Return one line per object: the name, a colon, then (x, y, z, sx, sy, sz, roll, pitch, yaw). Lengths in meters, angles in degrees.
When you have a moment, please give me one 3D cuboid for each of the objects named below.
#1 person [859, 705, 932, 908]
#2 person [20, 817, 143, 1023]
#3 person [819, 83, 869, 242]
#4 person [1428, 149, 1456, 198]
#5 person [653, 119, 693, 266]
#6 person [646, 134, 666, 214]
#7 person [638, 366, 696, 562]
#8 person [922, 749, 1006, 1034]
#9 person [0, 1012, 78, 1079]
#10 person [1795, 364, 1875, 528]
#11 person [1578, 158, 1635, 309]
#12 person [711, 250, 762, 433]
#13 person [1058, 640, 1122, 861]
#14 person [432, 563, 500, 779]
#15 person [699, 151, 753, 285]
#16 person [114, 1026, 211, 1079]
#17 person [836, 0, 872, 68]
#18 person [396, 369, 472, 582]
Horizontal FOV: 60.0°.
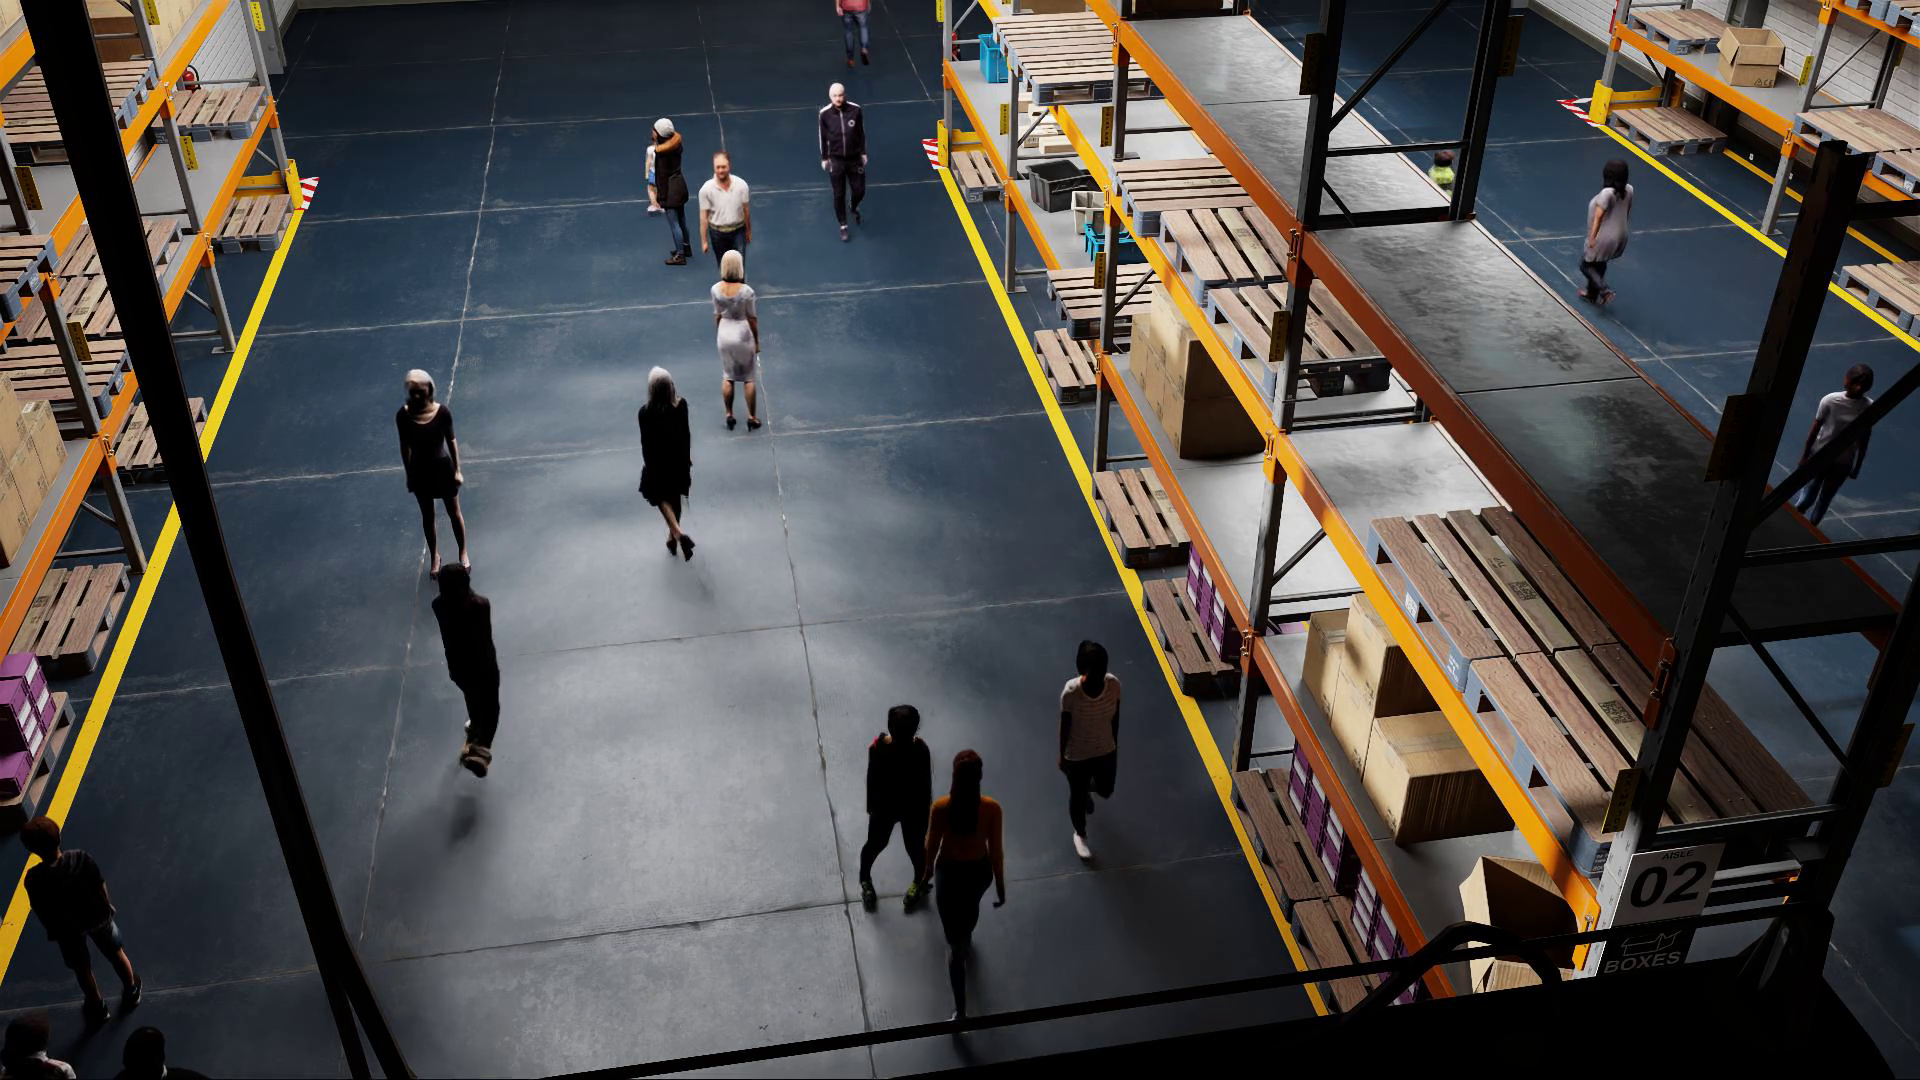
person: (-0.333, 1.601, 10.223, 0.688, 1.531, 0.630, 7, 34, 11)
person: (-5.018, 2.151, 9.469, 0.619, 1.450, 0.643, -22, 39, -29)
person: (-1.331, -4.337, 18.897, 0.679, 1.817, 0.723, -6, 34, -9)
person: (4.723, -2.982, 16.734, 0.973, 1.957, 1.252, 3, 34, 4)
person: (-3.165, -3.850, 18.332, 0.752, 1.633, 0.635, 6, 34, 9)
person: (-3.584, -4.344, 19.663, 0.552, 0.982, 0.526, 18, 38, 25)
person: (-2.303, -0.561, 13.294, 0.774, 1.732, 0.982, -17, 37, -23)
person: (0.030, 1.997, 9.454, 0.744, 1.724, 1.238, -3, 34, -4)
person: (-4.436, 2.981, 8.155, 0.568, 1.523, 1.039, -5, 34, -8)
person: (7.046, -0.684, 13.492, 0.716, 1.718, 0.756, 9, 35, 13)
person: (6.777, -3.155, 17.327, 0.777, 1.588, 0.885, -18, 37, -25)
person: (-2.035, -1.811, 15.164, 0.633, 1.745, 0.632, 6, 34, 9)
person: (0.782, 1.278, 10.618, 0.613, 1.631, 0.781, -10, 35, -15)
person: (-3.330, 0.920, 11.145, 0.812, 1.644, 1.029, 3, 34, 4)
person: (-2.391, -3.163, 17.142, 0.740, 1.806, 1.259, -2, 34, -3)
person: (-3.678, 2.971, 7.919, 0.696, 1.800, 0.624, 1, 34, 1)
person: (-1.511, -7.686, 23.941, 0.698, 1.812, 0.852, -7, 34, -10)
person: (-4.164, -0.526, 13.151, 0.586, 1.832, 0.496, -7, 34, -11)
